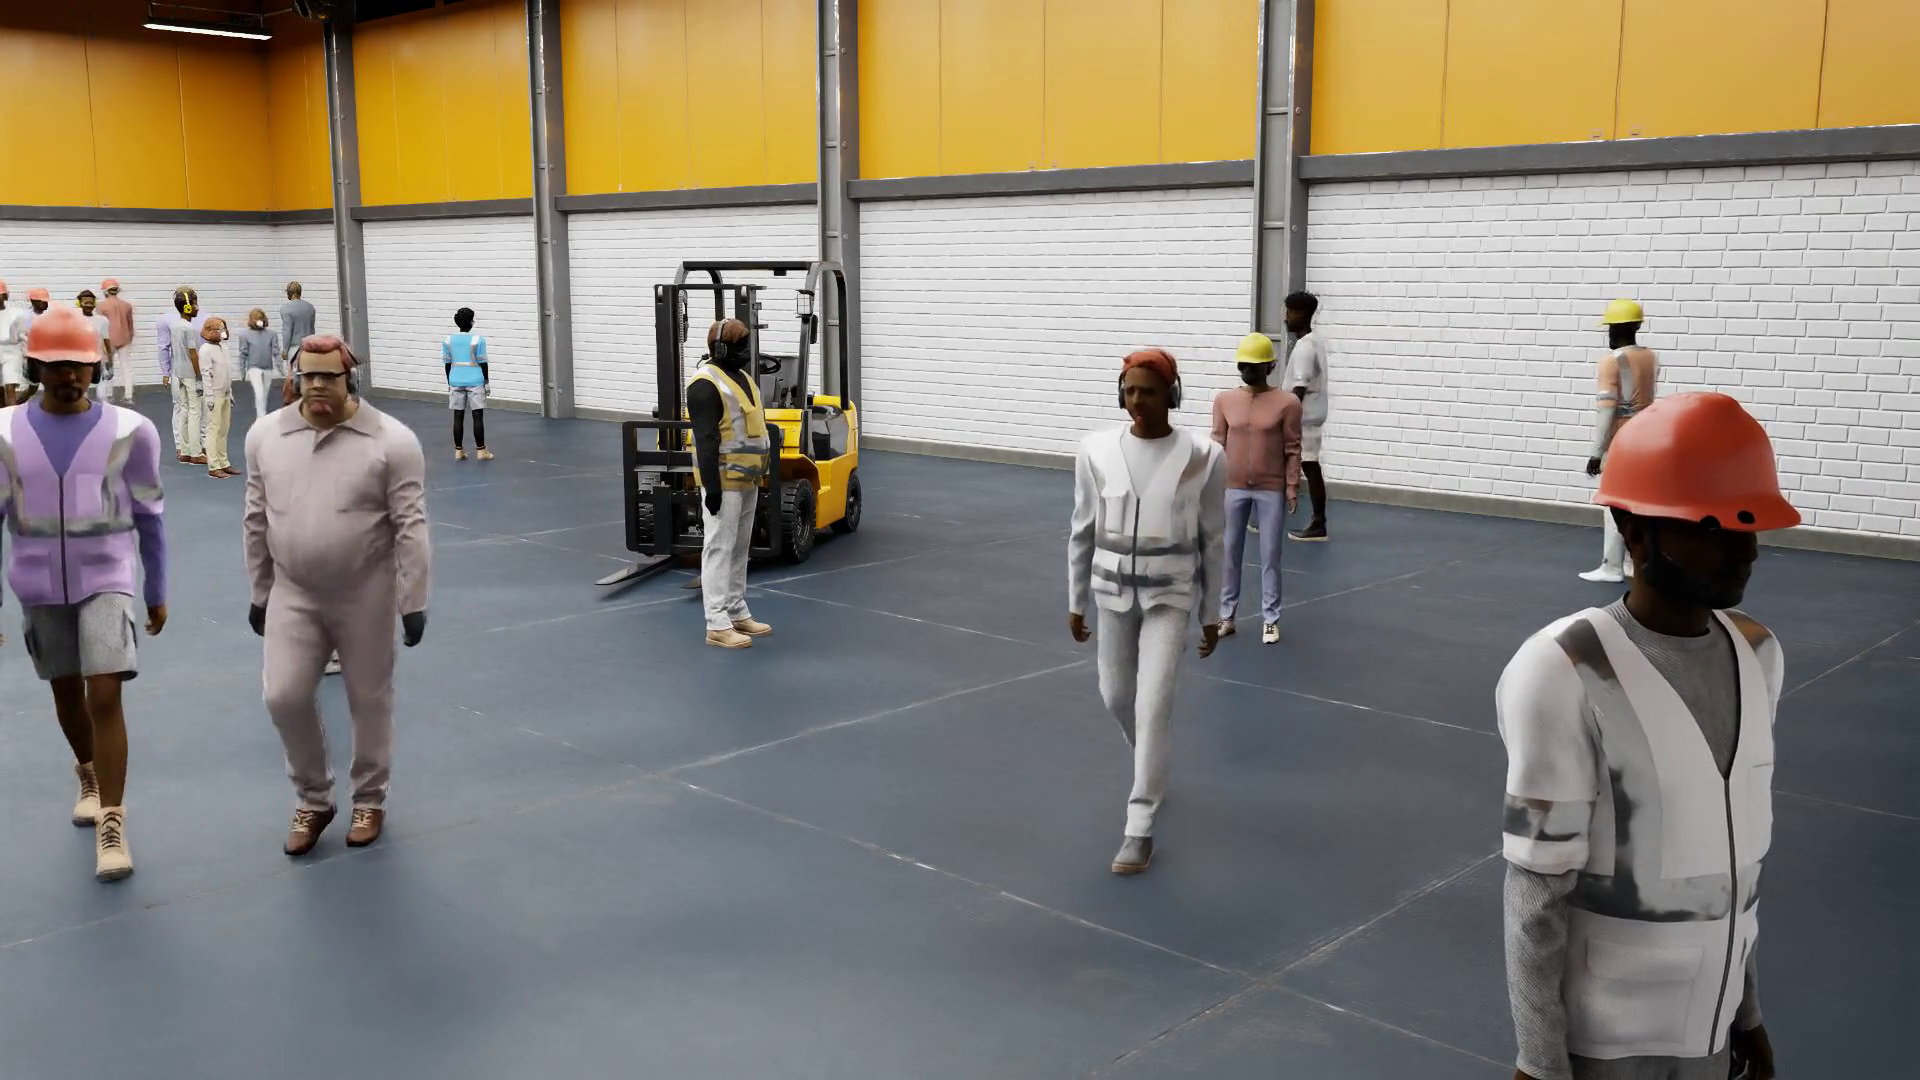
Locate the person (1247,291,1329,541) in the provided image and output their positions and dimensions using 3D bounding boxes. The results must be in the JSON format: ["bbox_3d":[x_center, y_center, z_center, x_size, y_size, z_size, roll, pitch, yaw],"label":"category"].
[{"bbox_3d":[2.539,-0.957,12.963,0.789,1.940,0.634,2,10,14],"label":"person"}]

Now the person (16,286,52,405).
[{"bbox_3d":[-12.193,-2.399,21.967,0.947,1.907,0.551,2,9,12],"label":"person"}]

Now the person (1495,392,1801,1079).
[{"bbox_3d":[1.088,0.735,2.622,0.546,1.938,0.360,-5,11,-29],"label":"person"}]

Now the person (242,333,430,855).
[{"bbox_3d":[-2.259,0.206,5.997,0.687,1.885,0.575,-1,9,-4],"label":"person"}]

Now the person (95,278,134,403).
[{"bbox_3d":[-13.392,-3.137,26.273,0.820,1.962,0.660,6,11,34],"label":"person"}]

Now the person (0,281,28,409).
[{"bbox_3d":[-12.012,-2.257,20.820,0.629,1.986,1.074,-3,10,-20],"label":"person"}]

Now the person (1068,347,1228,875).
[{"bbox_3d":[0.693,0.207,6.147,0.585,1.851,0.930,4,10,23],"label":"person"}]

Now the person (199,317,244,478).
[{"bbox_3d":[-7.551,-1.451,16.953,0.278,1.633,0.507,0,9,1],"label":"person"}]

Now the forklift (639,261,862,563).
[{"bbox_3d":[-1.552,-1.040,12.721,1.214,2.155,2.313,2,9,11],"label":"forklift"}]

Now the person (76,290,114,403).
[{"bbox_3d":[-10.811,-2.166,20.669,0.514,1.855,0.326,-5,11,-30],"label":"person"}]

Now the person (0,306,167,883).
[{"bbox_3d":[-3.209,0.156,6.042,0.608,2.000,1.007,-3,10,-17],"label":"person"}]

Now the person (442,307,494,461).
[{"bbox_3d":[-5.438,-1.715,18.378,0.531,1.697,0.320,2,9,10],"label":"person"}]

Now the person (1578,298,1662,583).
[{"bbox_3d":[4.473,-0.671,11.278,0.594,1.924,0.377,-7,11,-36],"label":"person"}]

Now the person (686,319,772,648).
[{"bbox_3d":[-1.288,-0.324,9.410,0.429,1.843,0.629,2,10,15],"label":"person"}]

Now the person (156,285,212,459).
[{"bbox_3d":[-8.613,-1.874,18.613,0.631,1.940,0.372,-7,12,-37],"label":"person"}]

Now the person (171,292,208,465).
[{"bbox_3d":[-8.344,-1.748,18.056,0.514,1.872,0.328,8,12,42],"label":"person"}]

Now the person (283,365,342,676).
[{"bbox_3d":[-3.396,-0.101,8.691,0.527,1.632,0.315,3,10,16],"label":"person"}]

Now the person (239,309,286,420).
[{"bbox_3d":[-9.015,-2.183,21.554,0.739,1.601,0.504,8,12,39],"label":"person"}]

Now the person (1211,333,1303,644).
[{"bbox_3d":[1.659,-0.288,9.423,0.532,1.765,0.328,4,10,22],"label":"person"}]

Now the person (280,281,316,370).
[{"bbox_3d":[-9.725,-2.823,24.437,0.372,1.939,0.632,3,10,20],"label":"person"}]
